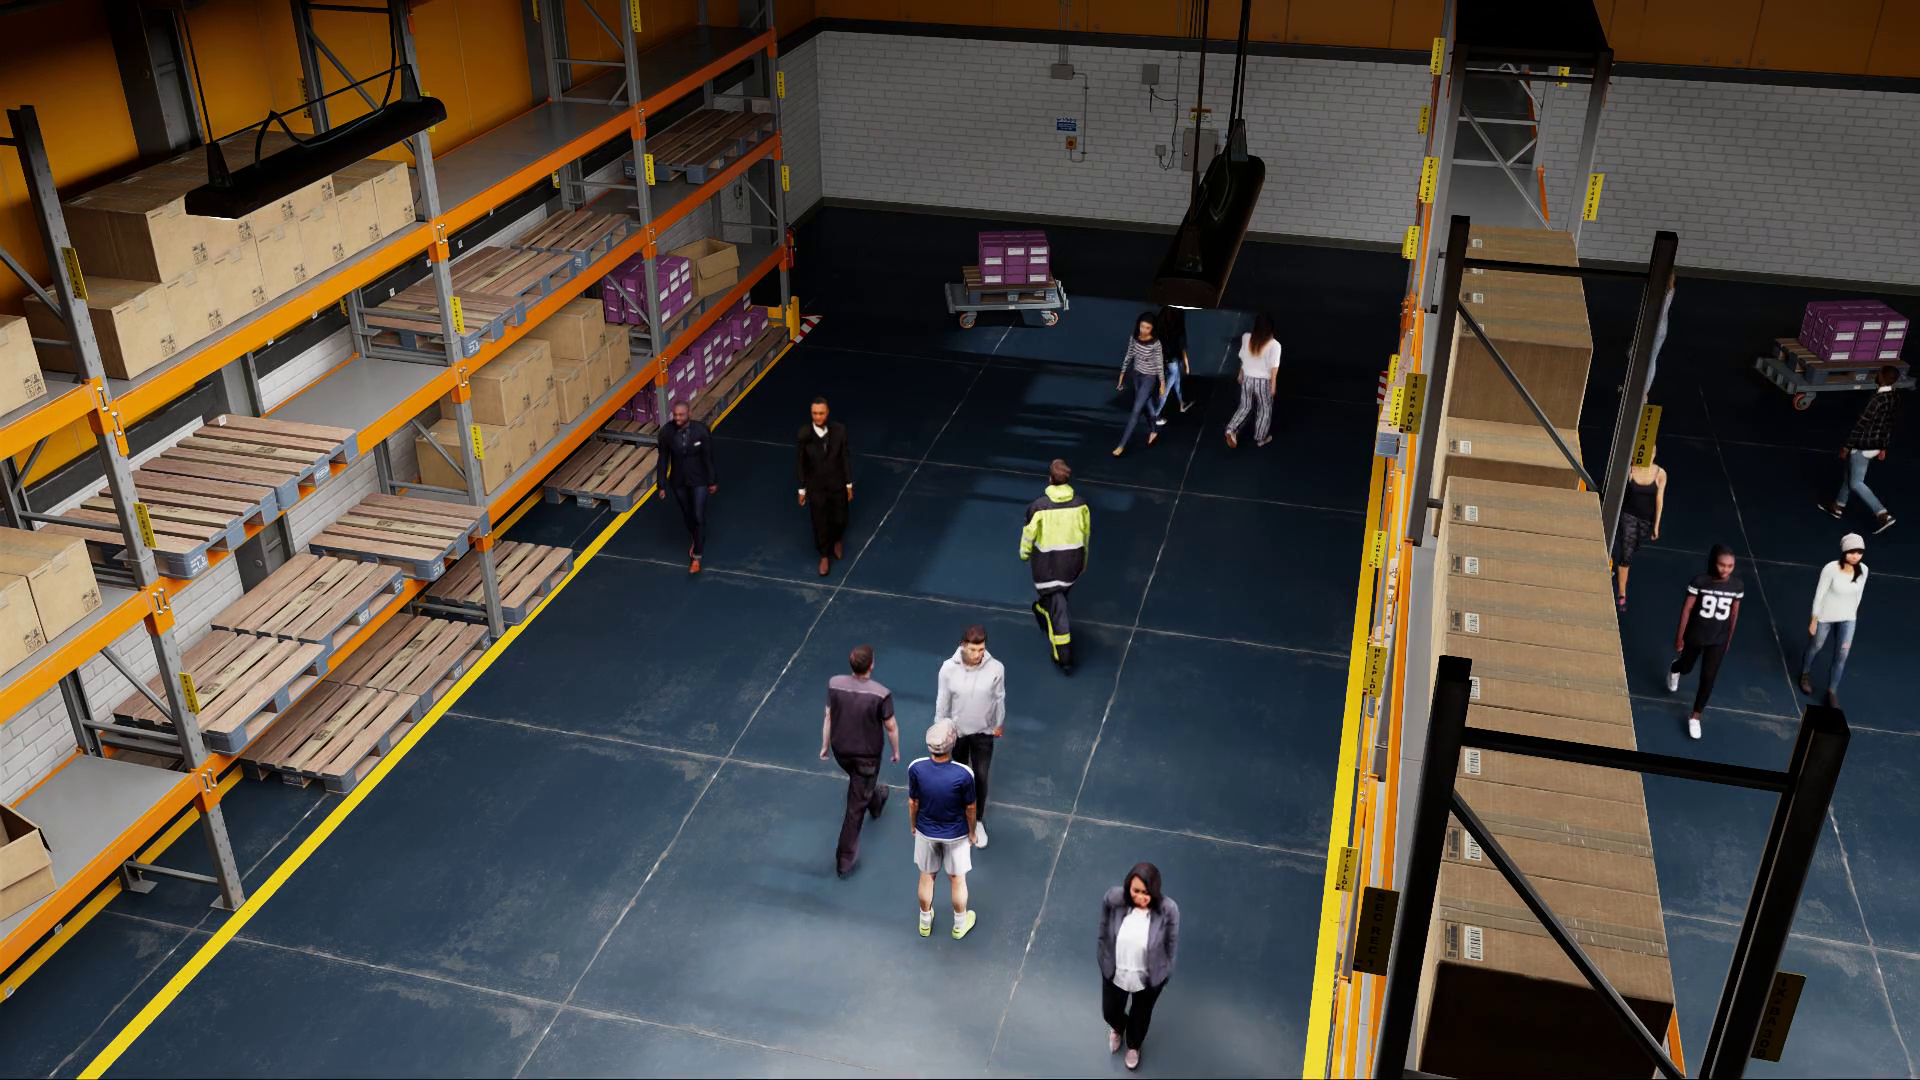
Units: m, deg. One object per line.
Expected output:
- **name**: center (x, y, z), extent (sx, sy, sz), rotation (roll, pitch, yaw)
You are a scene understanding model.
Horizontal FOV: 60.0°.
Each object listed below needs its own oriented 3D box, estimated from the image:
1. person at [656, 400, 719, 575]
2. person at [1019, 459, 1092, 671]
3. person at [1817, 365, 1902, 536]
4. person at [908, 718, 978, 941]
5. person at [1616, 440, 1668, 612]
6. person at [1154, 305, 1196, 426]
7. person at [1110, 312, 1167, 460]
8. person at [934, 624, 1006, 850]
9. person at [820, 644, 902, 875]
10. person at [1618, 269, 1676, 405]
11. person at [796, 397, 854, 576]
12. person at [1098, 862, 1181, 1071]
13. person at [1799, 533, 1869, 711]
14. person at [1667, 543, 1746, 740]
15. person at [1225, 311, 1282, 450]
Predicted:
- **person**: center (-2.706, -0.615, 16.834), extent (0.808, 1.784, 1.100), rotation (4, 29, 7)
- **person**: center (0.894, 0.259, 15.084), extent (1.253, 1.925, 1.389), rotation (-11, 31, -20)
- **person**: center (9.562, -0.923, 17.386), extent (1.140, 1.797, 1.181), rotation (-17, 33, -28)
- **person**: center (-0.125, 2.062, 11.869), extent (0.649, 1.838, 0.569), rotation (5, 29, 9)
- **person**: center (6.600, -0.226, 16.224), extent (0.563, 1.685, 1.130), rotation (7, 29, 13)
- **person**: center (2.435, -2.094, 19.751), extent (1.066, 1.586, 0.985), rotation (-18, 33, -29)
- **person**: center (2.174, -1.789, 19.031), extent (1.205, 1.741, 1.046), rotation (-22, 36, -35)
- **person**: center (0.071, 1.409, 13.007), extent (0.858, 1.895, 0.972), rotation (1, 29, 1)
- **person**: center (-0.806, 1.689, 12.609), extent (0.875, 1.786, 1.282), rotation (12, 31, 21)
- **person**: center (8.519, -2.516, 20.319), extent (0.753, 1.785, 0.810), rotation (-9, 30, -16)
- **person**: center (-1.336, -0.581, 16.662), extent (0.824, 1.888, 0.886), rotation (0, 29, -1)
- **person**: center (1.153, 2.738, 10.889), extent (0.694, 1.590, 0.666), rotation (6, 29, 10)
- **person**: center (7.677, 0.646, 14.689), extent (0.688, 1.625, 0.913), rotation (2, 29, 3)
- **person**: center (6.395, 0.797, 14.326), extent (0.640, 1.708, 1.044), rotation (6, 29, 10)
- **person**: center (3.374, -1.803, 19.142), extent (0.955, 1.659, 1.116), rotation (25, 37, 37)
